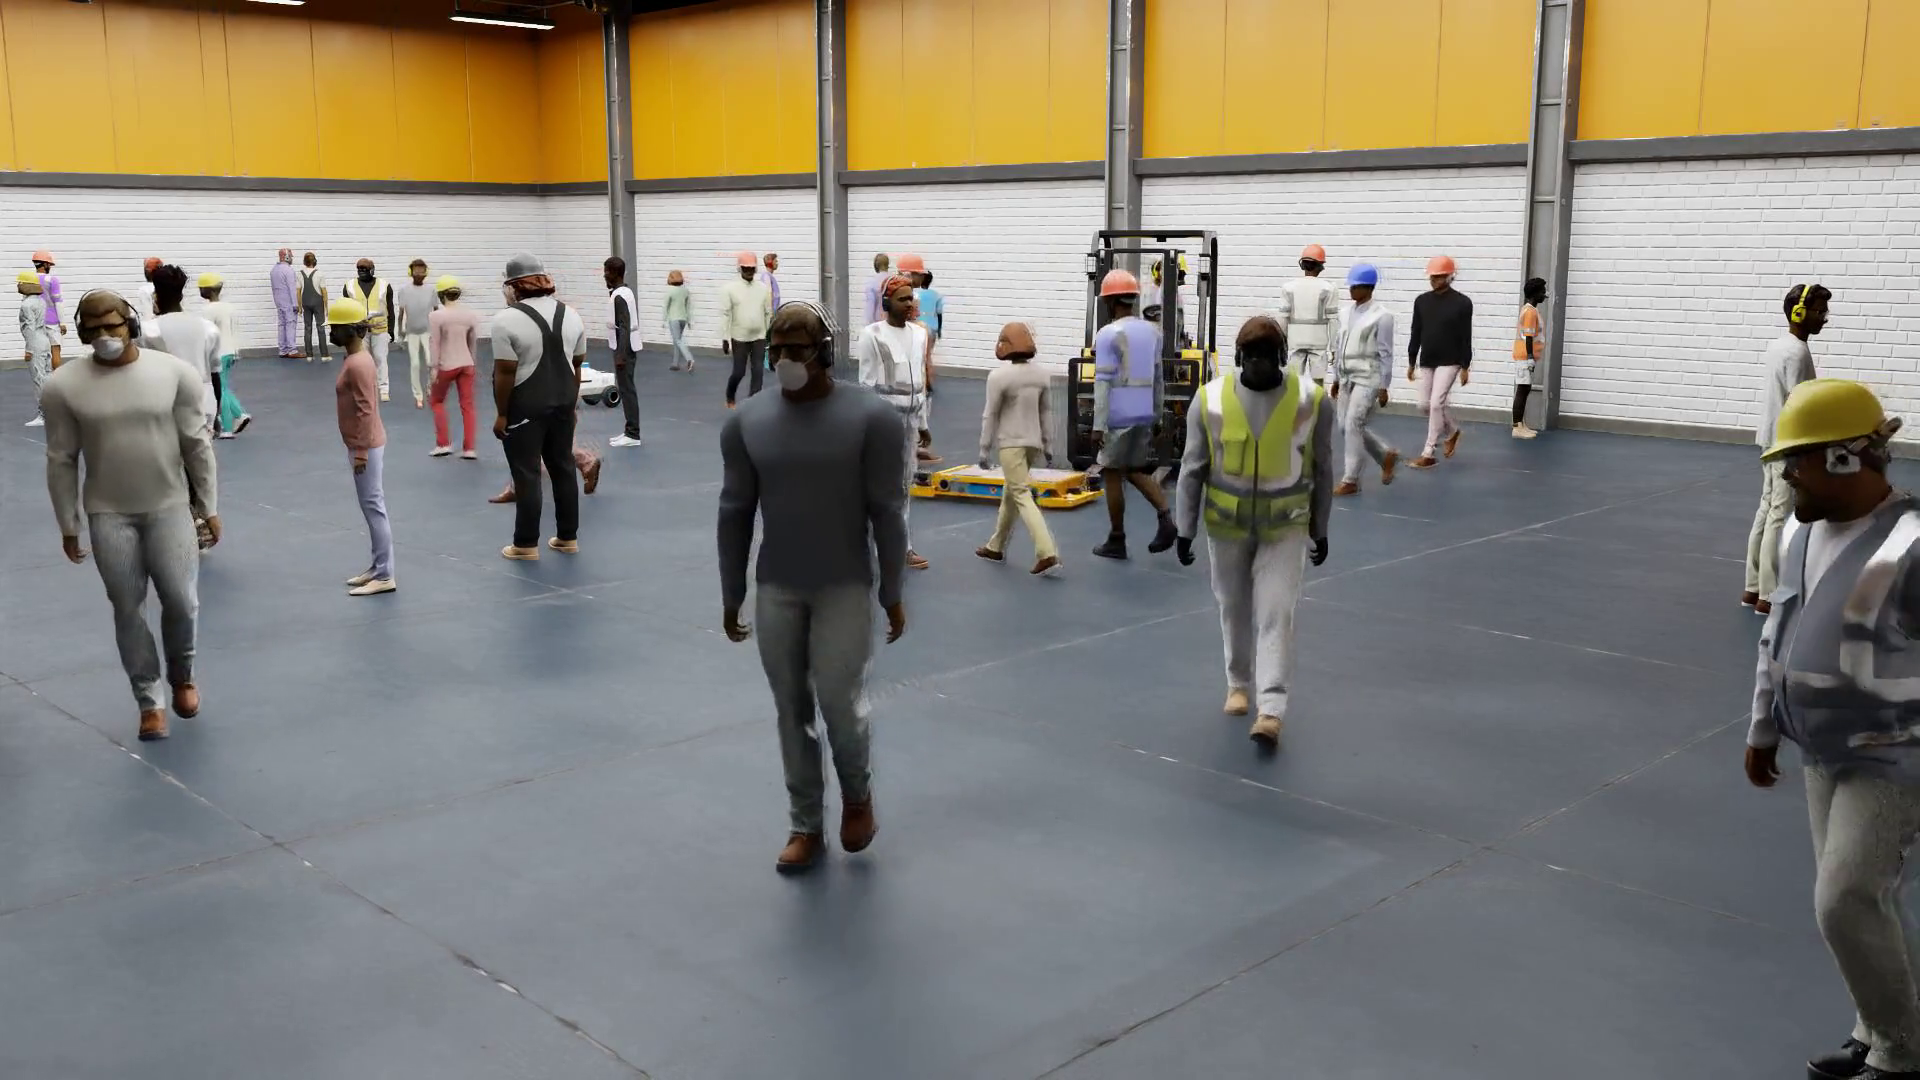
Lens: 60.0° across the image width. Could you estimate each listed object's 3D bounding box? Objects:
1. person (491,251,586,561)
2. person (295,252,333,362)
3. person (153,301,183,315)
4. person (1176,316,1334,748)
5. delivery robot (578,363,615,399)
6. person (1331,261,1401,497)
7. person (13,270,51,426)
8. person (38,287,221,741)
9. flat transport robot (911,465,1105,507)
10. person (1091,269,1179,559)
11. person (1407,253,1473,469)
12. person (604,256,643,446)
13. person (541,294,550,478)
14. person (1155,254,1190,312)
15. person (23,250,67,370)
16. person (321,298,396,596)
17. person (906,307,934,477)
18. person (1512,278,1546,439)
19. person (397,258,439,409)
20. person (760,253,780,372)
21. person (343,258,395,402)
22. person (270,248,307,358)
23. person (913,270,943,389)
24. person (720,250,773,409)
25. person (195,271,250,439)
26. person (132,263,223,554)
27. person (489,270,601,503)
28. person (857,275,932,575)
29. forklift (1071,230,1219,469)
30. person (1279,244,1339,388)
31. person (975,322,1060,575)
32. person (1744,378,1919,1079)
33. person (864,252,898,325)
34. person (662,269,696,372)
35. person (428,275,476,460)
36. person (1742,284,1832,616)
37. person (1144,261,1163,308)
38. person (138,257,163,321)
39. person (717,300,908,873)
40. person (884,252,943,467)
[{"bbox_3d":[-2.838,-0.892,11.009,0.537,2.000,0.680,8,13,38],"label":"person"},{"bbox_3d":[-10.919,-3.926,28.082,0.506,1.847,0.344,-1,10,-3],"label":"person"},{"bbox_3d":[-7.499,-1.564,15.824,0.435,1.616,0.521,5,12,27],"label":"person"},{"bbox_3d":[1.248,-0.050,7.109,0.658,1.789,0.956,3,11,15],"label":"person"},{"bbox_3d":[-4.630,-1.947,20.562,0.477,0.478,0.707,9,14,41],"label":"delivery robot"},{"bbox_3d":[3.345,-1.318,13.649,0.729,1.924,0.617,-4,11,-23],"label":"person"},{"bbox_3d":[-10.418,-2.160,18.727,0.283,1.746,0.493,-2,11,-11],"label":"person"},{"bbox_3d":[-3.478,-0.099,7.015,0.644,1.918,0.433,-4,11,-23],"label":"person"},{"bbox_3d":[0.386,-0.449,13.424,1.431,0.197,0.652,5,12,27],"label":"flat transport robot"},{"bbox_3d":[1.130,-0.810,10.904,0.587,1.912,0.615,-10,14,-42],"label":"person"},{"bbox_3d":[4.447,-1.647,15.311,0.704,1.970,0.629,-8,13,-37],"label":"person"},{"bbox_3d":[-3.415,-1.913,16.912,0.379,1.916,0.591,-2,11,-9],"label":"person"},{"bbox_3d":[-3.704,-1.459,14.750,0.619,1.815,0.893,-2,11,-13],"label":"person"},{"bbox_3d":[2.337,-2.199,18.443,0.387,1.927,0.589,-1,10,-3],"label":"person"},{"bbox_3d":[-12.471,-2.985,22.730,0.543,1.928,0.374,1,10,7],"label":"person"},{"bbox_3d":[-3.587,-0.553,9.911,0.326,1.767,0.533,-4,11,-20],"label":"person"},{"bbox_3d":[-0.518,-1.378,14.797,0.529,1.613,0.605,-7,13,-34],"label":"person"},{"bbox_3d":[5.992,-1.912,17.532,0.320,1.694,0.531,4,11,21],"label":"person"},{"bbox_3d":[-6.642,-2.521,20.419,0.539,1.847,0.448,-4,11,-20],"label":"person"},{"bbox_3d":[-2.985,-3.565,26.117,0.403,1.843,0.586,-1,10,-7],"label":"person"},{"bbox_3d":[-7.566,-2.681,21.314,0.632,1.839,0.429,-3,11,-16],"label":"person"},{"bbox_3d":[-11.689,-4.115,28.953,0.652,1.906,0.402,8,13,39],"label":"person"},{"bbox_3d":[-0.524,-2.951,23.325,0.535,1.634,0.911,-5,12,-27],"label":"person"},{"bbox_3d":[-2.477,-2.355,19.192,0.621,1.971,0.689,-5,12,-26],"label":"person"},{"bbox_3d":[-7.782,-1.926,17.411,0.372,1.751,0.546,0,10,1],"label":"person"},{"bbox_3d":[-5.125,-0.844,10.985,0.522,1.948,0.613,9,13,39],"label":"person"},{"bbox_3d":[-3.365,-1.229,13.305,0.804,1.875,0.649,-6,12,-30],"label":"person"},{"bbox_3d":[-0.408,-0.729,10.551,0.358,1.882,0.574,9,14,41],"label":"person"},{"bbox_3d":[1.804,-1.825,15.677,1.214,2.155,2.313,2,11,13],"label":"forklift"},{"bbox_3d":[3.587,-2.009,17.090,0.611,2.042,0.395,5,12,26],"label":"person"},{"bbox_3d":[0.375,-0.588,10.581,0.503,1.592,0.869,-9,14,-41],"label":"person"},{"bbox_3d":[2.203,0.504,4.075,0.538,1.790,0.612,-1,10,-3],"label":"person"},{"bbox_3d":[-0.965,-2.888,22.263,0.637,1.913,0.844,-6,12,-30],"label":"person"},{"bbox_3d":[-4.385,-3.427,26.037,0.745,1.610,0.501,8,13,39],"label":"person"},{"bbox_3d":[-4.876,-1.642,15.879,0.640,1.743,0.557,9,13,39],"label":"person"},{"bbox_3d":[4.661,-0.500,9.361,0.331,1.865,0.519,2,11,12],"label":"person"},{"bbox_3d":[2.505,-2.565,20.731,0.992,1.813,0.529,9,14,40],"label":"person"},{"bbox_3d":[-9.102,-2.271,18.957,0.337,1.882,0.585,3,11,16],"label":"person"},{"bbox_3d":[-0.503,0.172,5.534,0.650,1.920,0.431,3,11,14],"label":"person"},{"bbox_3d":[-0.411,-1.615,15.131,0.627,1.969,0.645,1,10,3],"label":"person"}]
